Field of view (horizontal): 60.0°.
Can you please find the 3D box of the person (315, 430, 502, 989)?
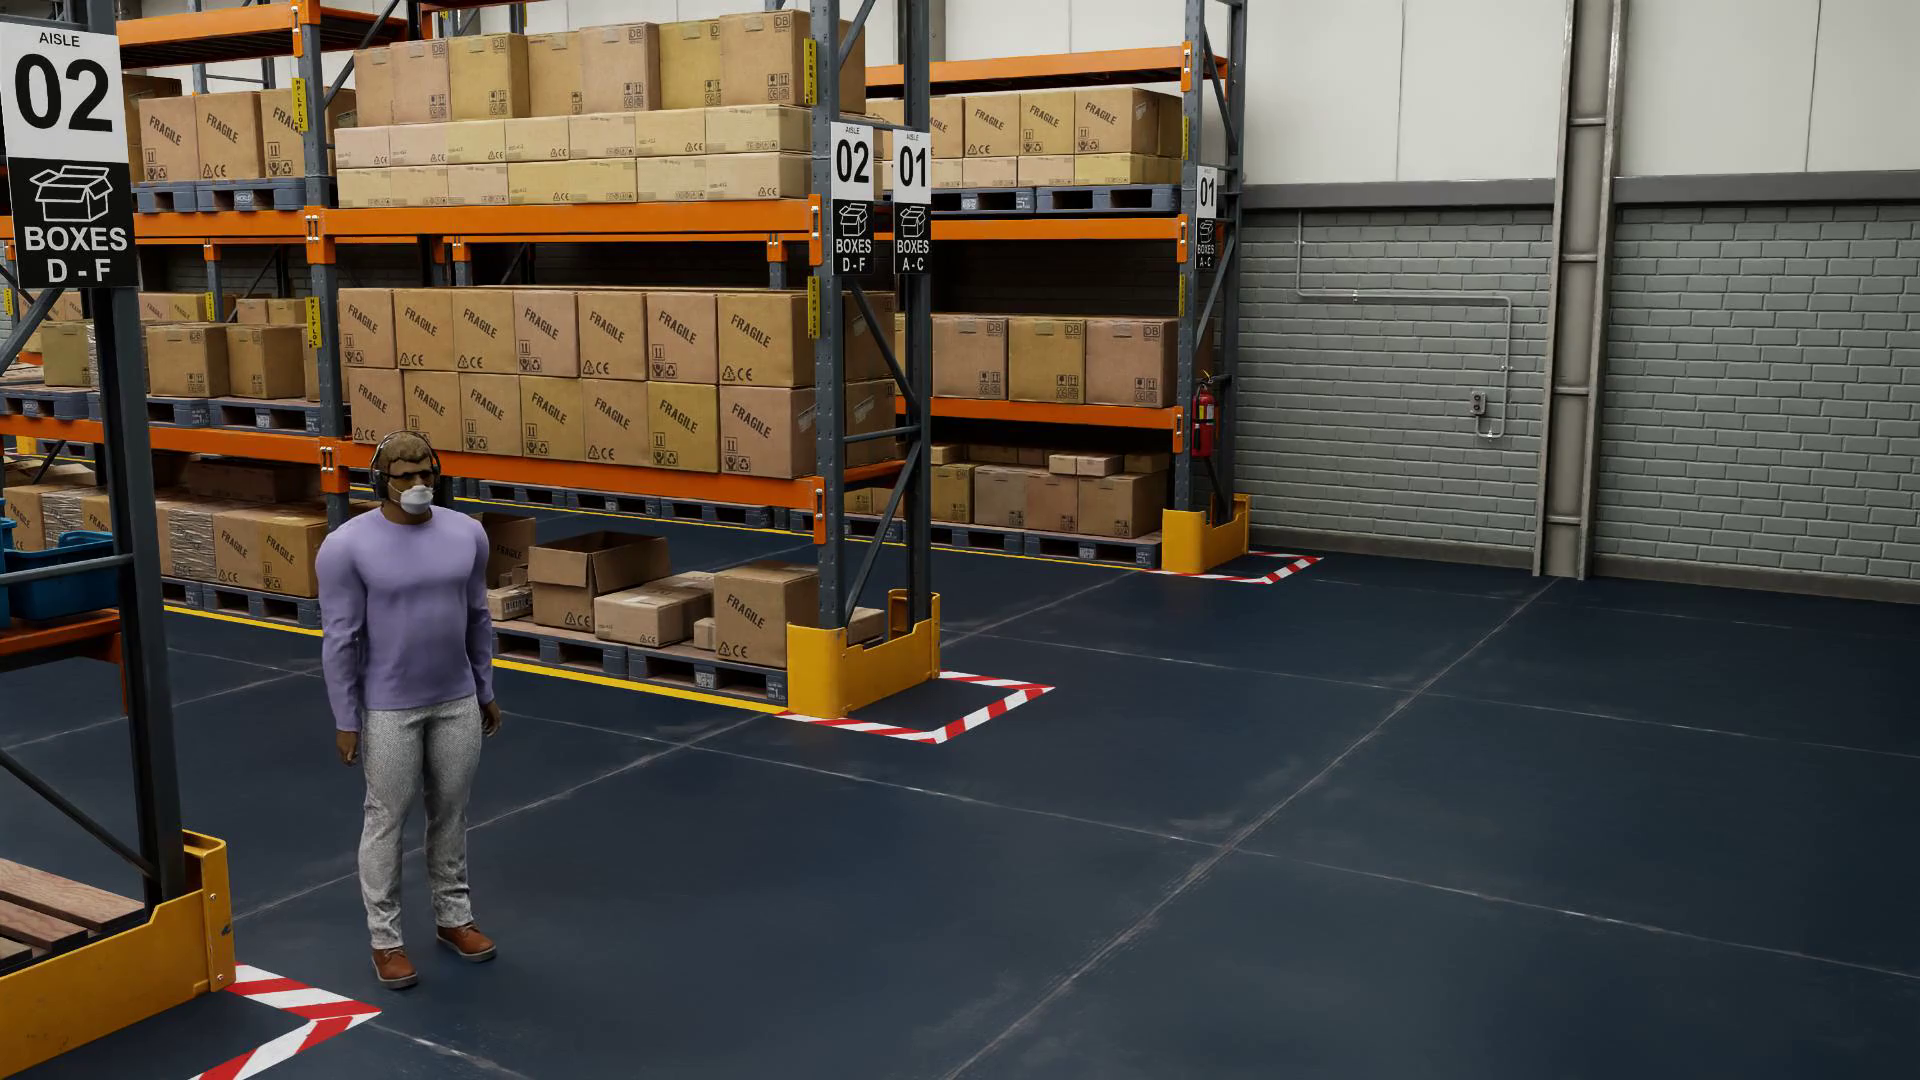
[{"bbox_3d":[-1.909,0.578,5.851,0.357,1.938,0.637,9,13,43],"label":"person"}]
